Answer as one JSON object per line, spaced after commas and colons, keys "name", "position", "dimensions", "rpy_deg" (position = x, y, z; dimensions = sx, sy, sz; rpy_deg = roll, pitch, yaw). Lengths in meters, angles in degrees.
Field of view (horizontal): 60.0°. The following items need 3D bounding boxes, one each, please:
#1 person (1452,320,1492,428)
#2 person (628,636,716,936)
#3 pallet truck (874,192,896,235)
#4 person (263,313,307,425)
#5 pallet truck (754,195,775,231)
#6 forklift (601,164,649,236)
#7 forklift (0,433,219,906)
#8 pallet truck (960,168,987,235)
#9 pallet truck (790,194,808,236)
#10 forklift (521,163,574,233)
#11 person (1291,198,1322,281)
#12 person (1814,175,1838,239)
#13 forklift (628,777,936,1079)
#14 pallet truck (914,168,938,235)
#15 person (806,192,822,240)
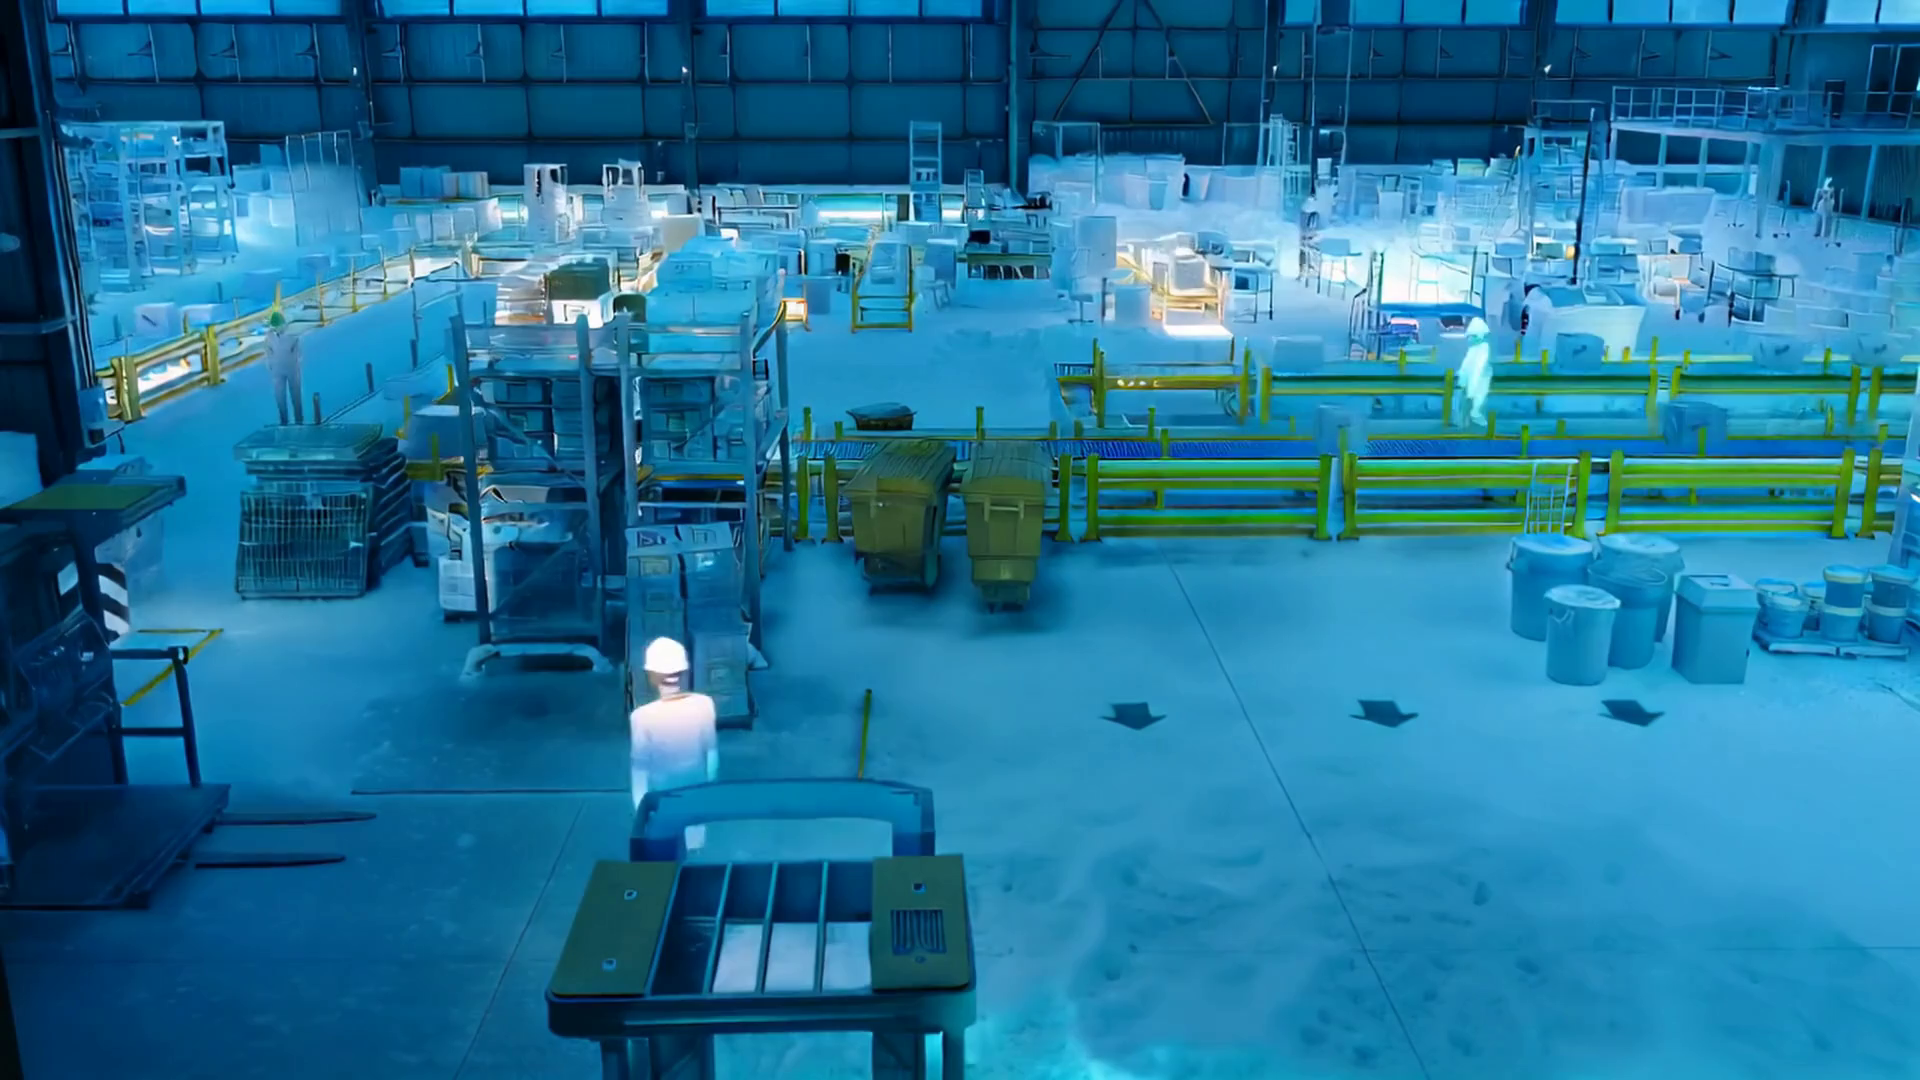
{"name": "person", "position": [6.843, -2.007, 21.976], "dimensions": [0.805, 1.803, 0.595], "rpy_deg": [1, 16, 2]}
{"name": "person", "position": [-1.670, 1.483, 9.629], "dimensions": [0.580, 1.916, 0.471], "rpy_deg": [-13, 21, -39]}
{"name": "pallet truck", "position": [-2.277, -9.986, 50.594], "dimensions": [0.653, 1.274, 1.630], "rpy_deg": [0, 16, -1]}
{"name": "person", "position": [-9.374, -2.307, 23.163], "dimensions": [0.535, 1.720, 0.893], "rpy_deg": [-3, 16, -12]}
{"name": "pallet truck", "position": [-6.051, -9.967, 50.660], "dimensions": [0.680, 1.201, 1.601], "rpy_deg": [0, 16, -1]}
{"name": "forklift", "position": [-9.948, -10.127, 49.296], "dimensions": [1.157, 1.987, 2.680], "rpy_deg": [-1, 16, -3]}
{"name": "forklift", "position": [-5.952, 0.780, 10.366], "dimensions": [1.873, 2.768, 1.129], "rpy_deg": [0, 16, -1]}
{"name": "pallet truck", "position": [0.383, -10.230, 50.206], "dimensions": [0.823, 1.965, 1.885], "rpy_deg": [-1, 16, -3]}
{"name": "pallet truck", "position": [-4.814, -9.883, 50.259], "dimensions": [0.704, 1.261, 1.522], "rpy_deg": [-1, 16, -3]}
{"name": "forklift", "position": [-12.233, -10.122, 49.298], "dimensions": [1.157, 1.987, 2.680], "rpy_deg": [0, 16, -1]}
{"name": "person", "position": [8.252, -7.133, 39.485], "dimensions": [0.660, 1.963, 1.063], "rpy_deg": [12, 20, 35]}
{"name": "person", "position": [25.486, -9.790, 48.947], "dimensions": [0.513, 1.846, 0.340], "rpy_deg": [2, 16, 8]}
{"name": "forklift", "position": [-0.542, 2.165, 5.552], "dimensions": [1.129, 2.768, 1.873], "rpy_deg": [-1, 16, -2]}
{"name": "pallet truck", "position": [-0.989, -10.316, 50.507], "dimensions": [0.823, 1.965, 1.885], "rpy_deg": [1, 16, 3]}
{"name": "person", "position": [-3.633, -7.906, 42.384], "dimensions": [0.988, 1.854, 0.669], "rpy_deg": [-2, 16, -8]}
